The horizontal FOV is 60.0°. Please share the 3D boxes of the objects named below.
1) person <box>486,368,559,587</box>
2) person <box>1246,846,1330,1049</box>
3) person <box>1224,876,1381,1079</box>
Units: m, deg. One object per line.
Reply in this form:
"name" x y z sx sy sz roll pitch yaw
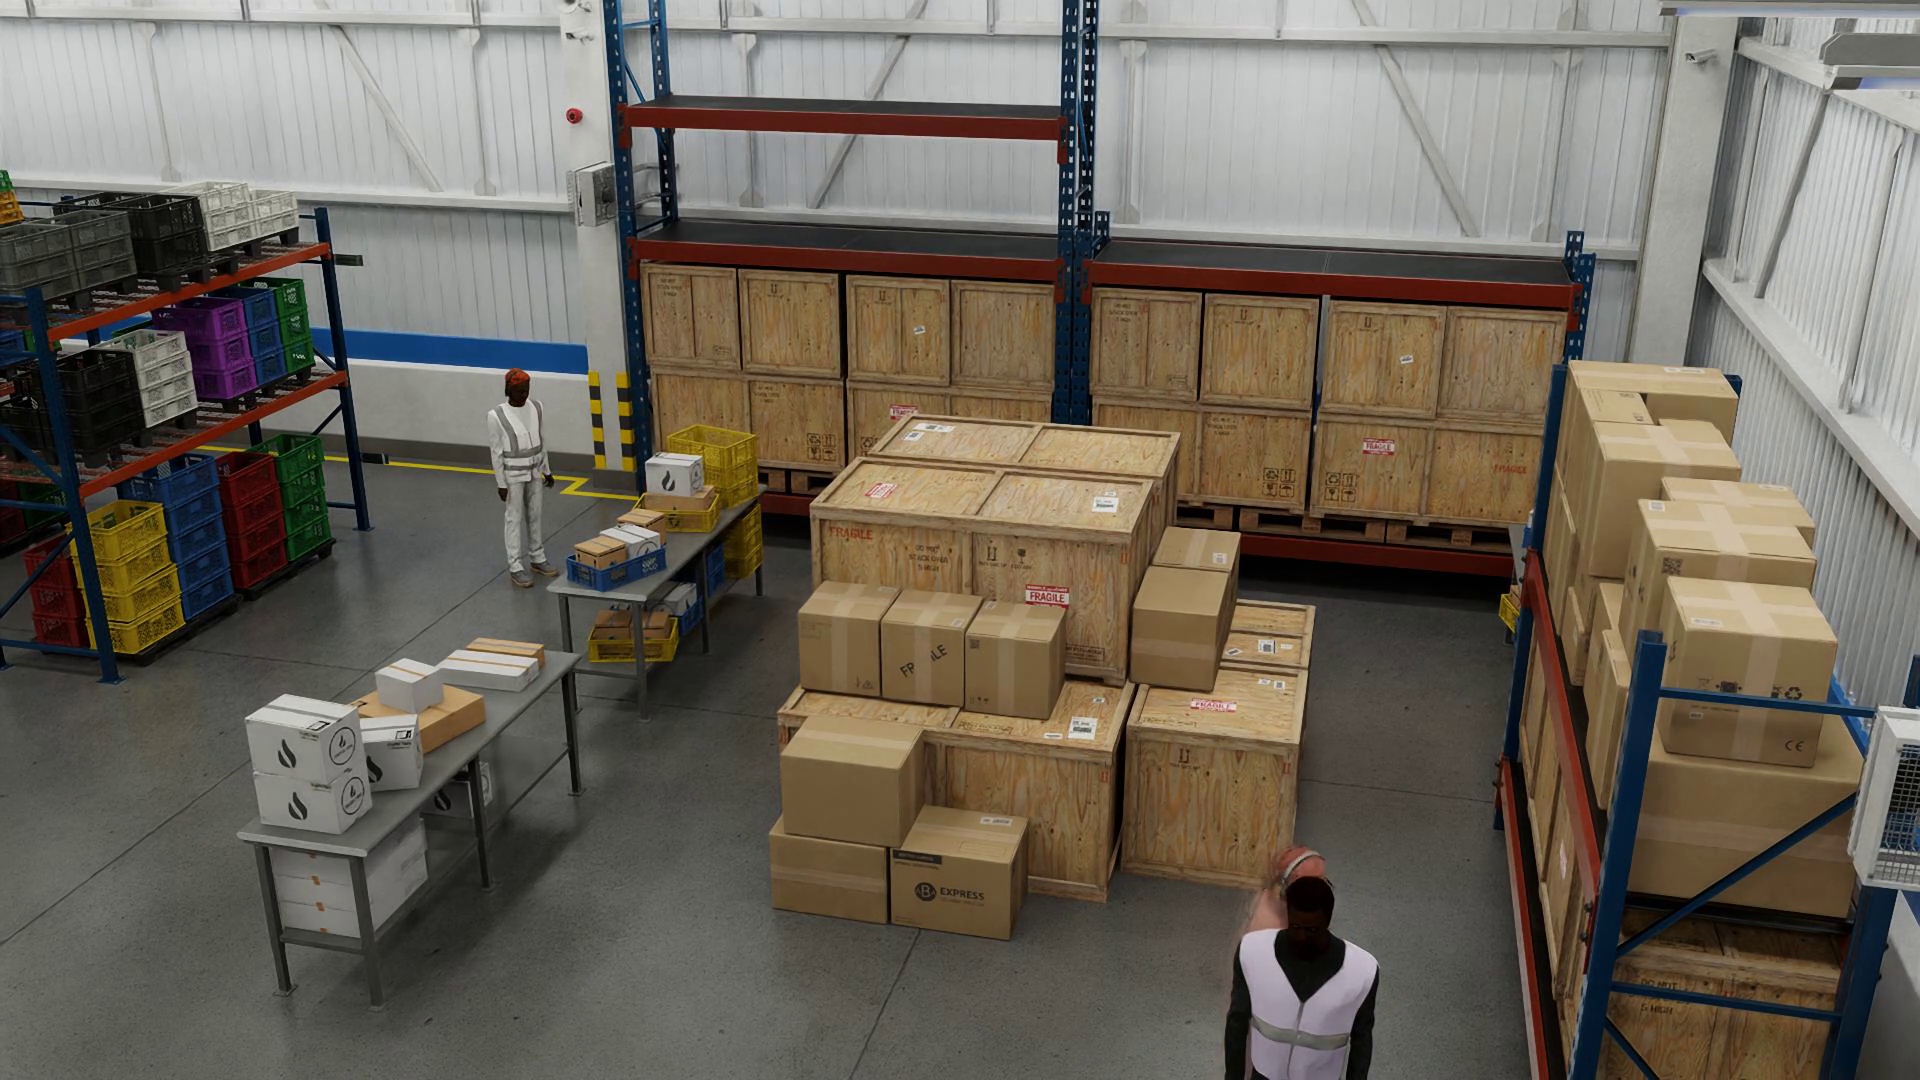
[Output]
"person" -3.727 -0.550 14.201 0.356 1.887 0.572 14 25 32
"person" 1.449 2.123 7.229 0.444 1.883 0.716 7 22 17
"person" 1.391 2.221 6.906 0.596 1.918 0.382 5 22 13
